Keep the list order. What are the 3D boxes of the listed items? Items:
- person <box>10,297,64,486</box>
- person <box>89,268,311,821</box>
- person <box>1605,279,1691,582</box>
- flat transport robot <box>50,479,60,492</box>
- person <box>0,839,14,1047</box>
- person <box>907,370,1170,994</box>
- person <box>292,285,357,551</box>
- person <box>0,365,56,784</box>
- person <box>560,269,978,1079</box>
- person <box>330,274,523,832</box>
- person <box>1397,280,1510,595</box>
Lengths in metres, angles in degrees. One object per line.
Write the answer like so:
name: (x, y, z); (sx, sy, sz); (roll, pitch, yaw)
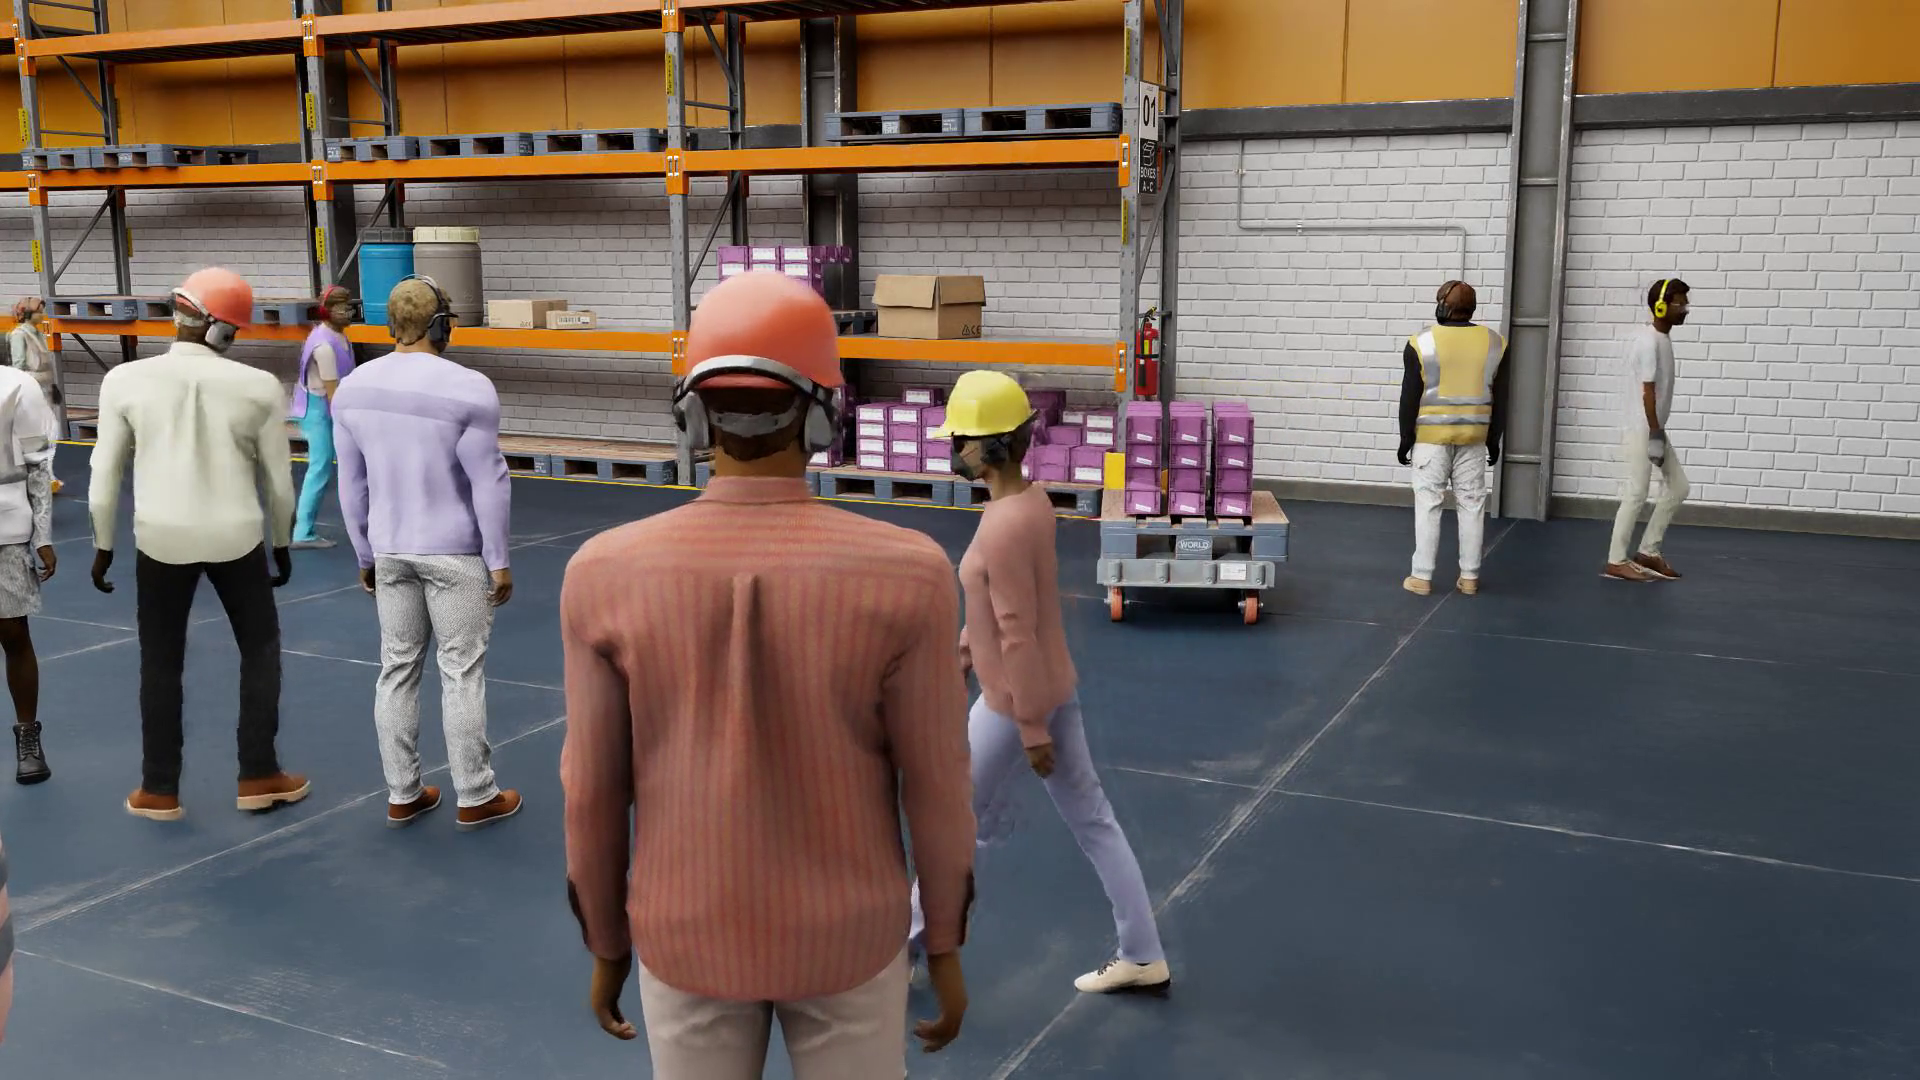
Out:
person: (-7.827, -1.250, 14.180); (0.510, 1.620, 0.528); (-2, 10, -9)
person: (-2.727, 0.024, 5.947); (0.683, 1.959, 0.401); (-4, 11, -24)
person: (4.233, -0.648, 10.074); (0.575, 1.847, 0.552); (6, 12, 33)
flat transport robot: (-7.769, -0.388, 13.097); (0.652, 0.197, 1.431); (-1, 10, -3)
person: (-1.544, 0.720, 2.295); (0.625, 1.836, 0.429); (9, 13, 42)
person: (0.130, 0.405, 4.436); (0.952, 1.708, 0.516); (3, 10, 16)
person: (-4.126, -0.799, 11.118); (0.811, 1.786, 0.645); (0, 10, -3)
person: (-3.689, -0.017, 6.213); (0.550, 1.933, 0.373); (-4, 11, -24)
person: (-0.278, 0.593, 2.549); (0.619, 1.990, 0.399); (0, 10, 2)
person: (-1.839, 0.057, 5.780); (0.629, 1.940, 0.372); (2, 10, 12)
person: (2.872, -0.593, 9.765); (0.633, 1.845, 0.429); (0, 10, -2)
